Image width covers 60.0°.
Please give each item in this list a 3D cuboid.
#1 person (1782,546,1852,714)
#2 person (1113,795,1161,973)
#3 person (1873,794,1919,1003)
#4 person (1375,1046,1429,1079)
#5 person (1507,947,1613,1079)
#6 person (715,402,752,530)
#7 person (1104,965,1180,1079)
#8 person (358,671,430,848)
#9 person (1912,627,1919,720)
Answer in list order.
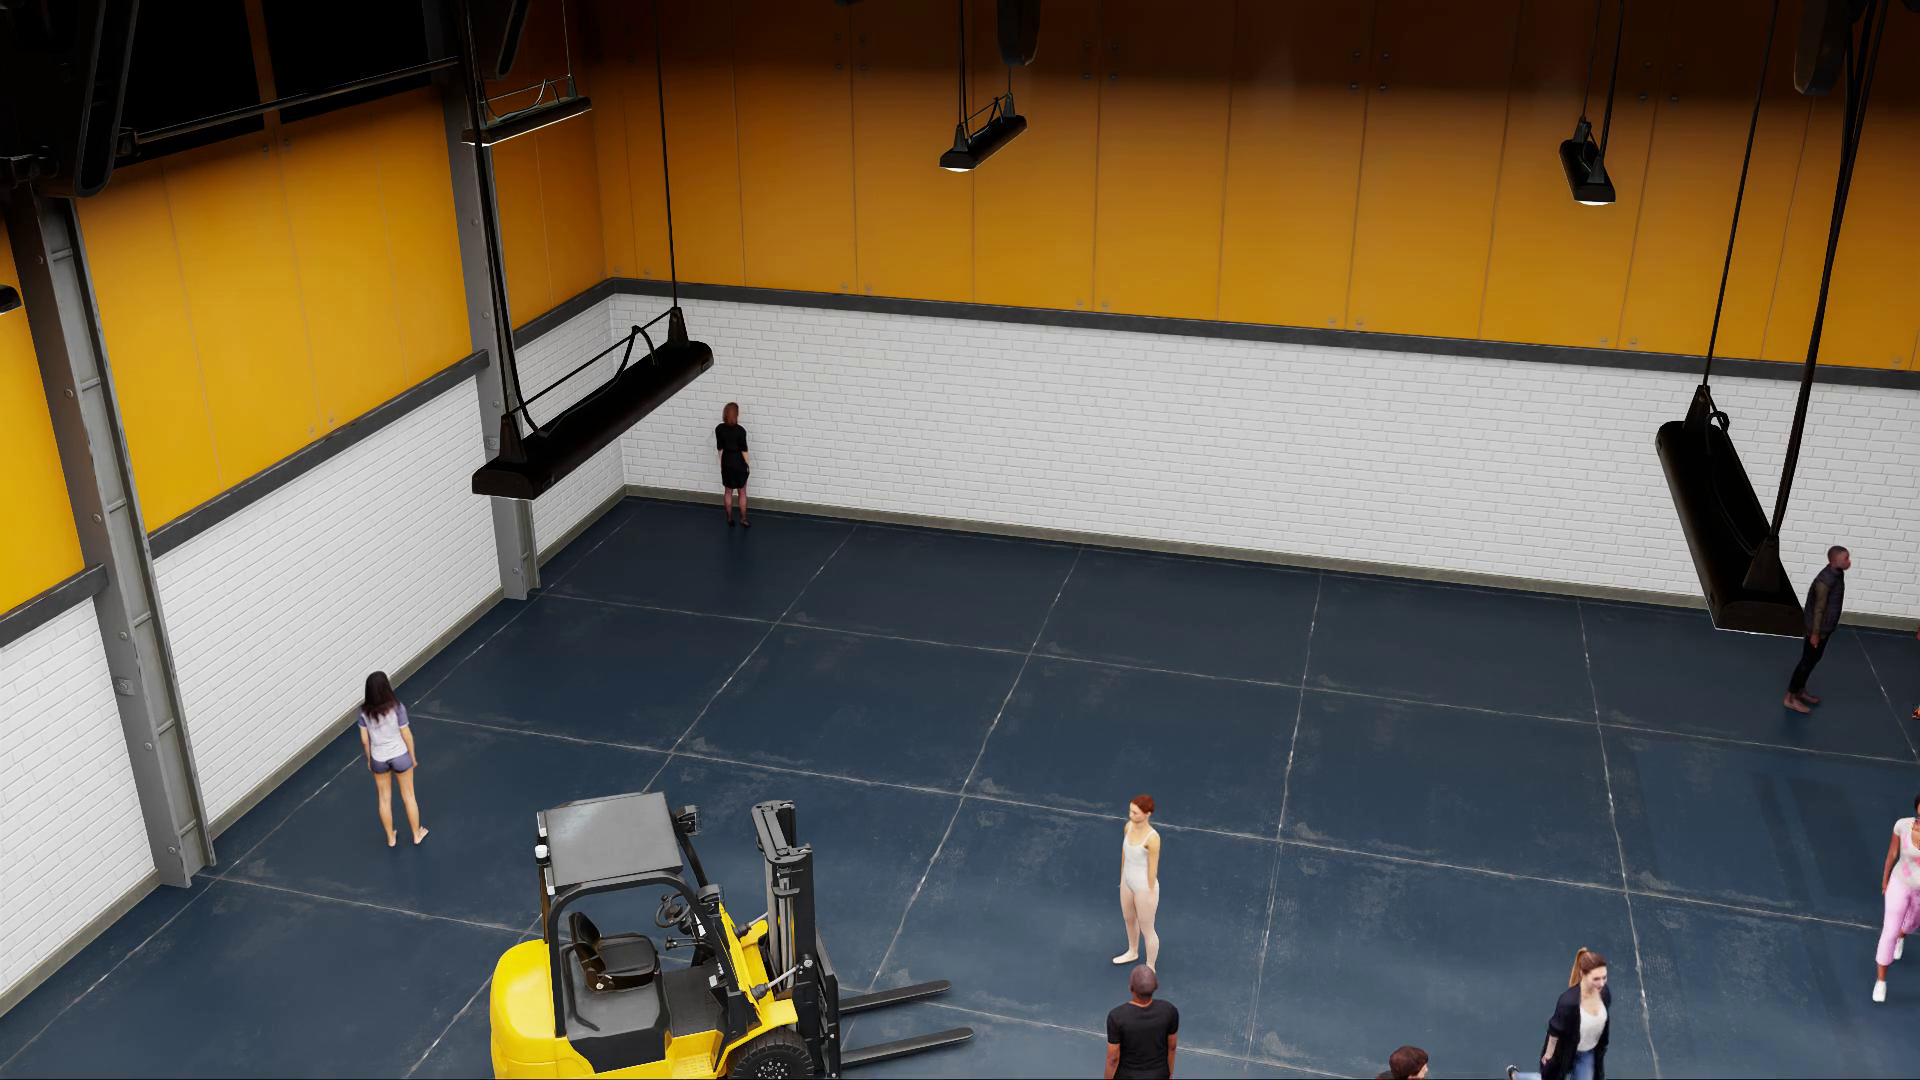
[{"bbox_3d":[8.835,0.894,17.104,0.835,1.832,0.684,20,30,38],"label":"person"},{"bbox_3d":[1.432,2.726,13.151,0.648,1.642,0.605,-16,28,-32],"label":"person"},{"bbox_3d":[7.498,2.720,13.090,0.732,1.703,1.194,11,26,24],"label":"person"},{"bbox_3d":[2.639,3.883,10.261,0.837,1.836,0.643,-2,24,-4],"label":"person"},{"bbox_3d":[4.143,3.466,11.439,0.981,1.657,1.121,-9,25,-20],"label":"person"},{"bbox_3d":[-2.924,-0.960,21.504,0.595,1.706,0.507,8,25,17],"label":"person"},{"bbox_3d":[1.192,3.575,11.006,0.753,1.805,0.760,-5,24,-11],"label":"person"},{"bbox_3d":[-5.078,1.945,14.824,0.652,1.733,0.631,-3,24,-6],"label":"person"},{"bbox_3d":[10.239,1.014,17.078,1.169,1.634,1.147,-7,24,-15],"label":"person"}]
